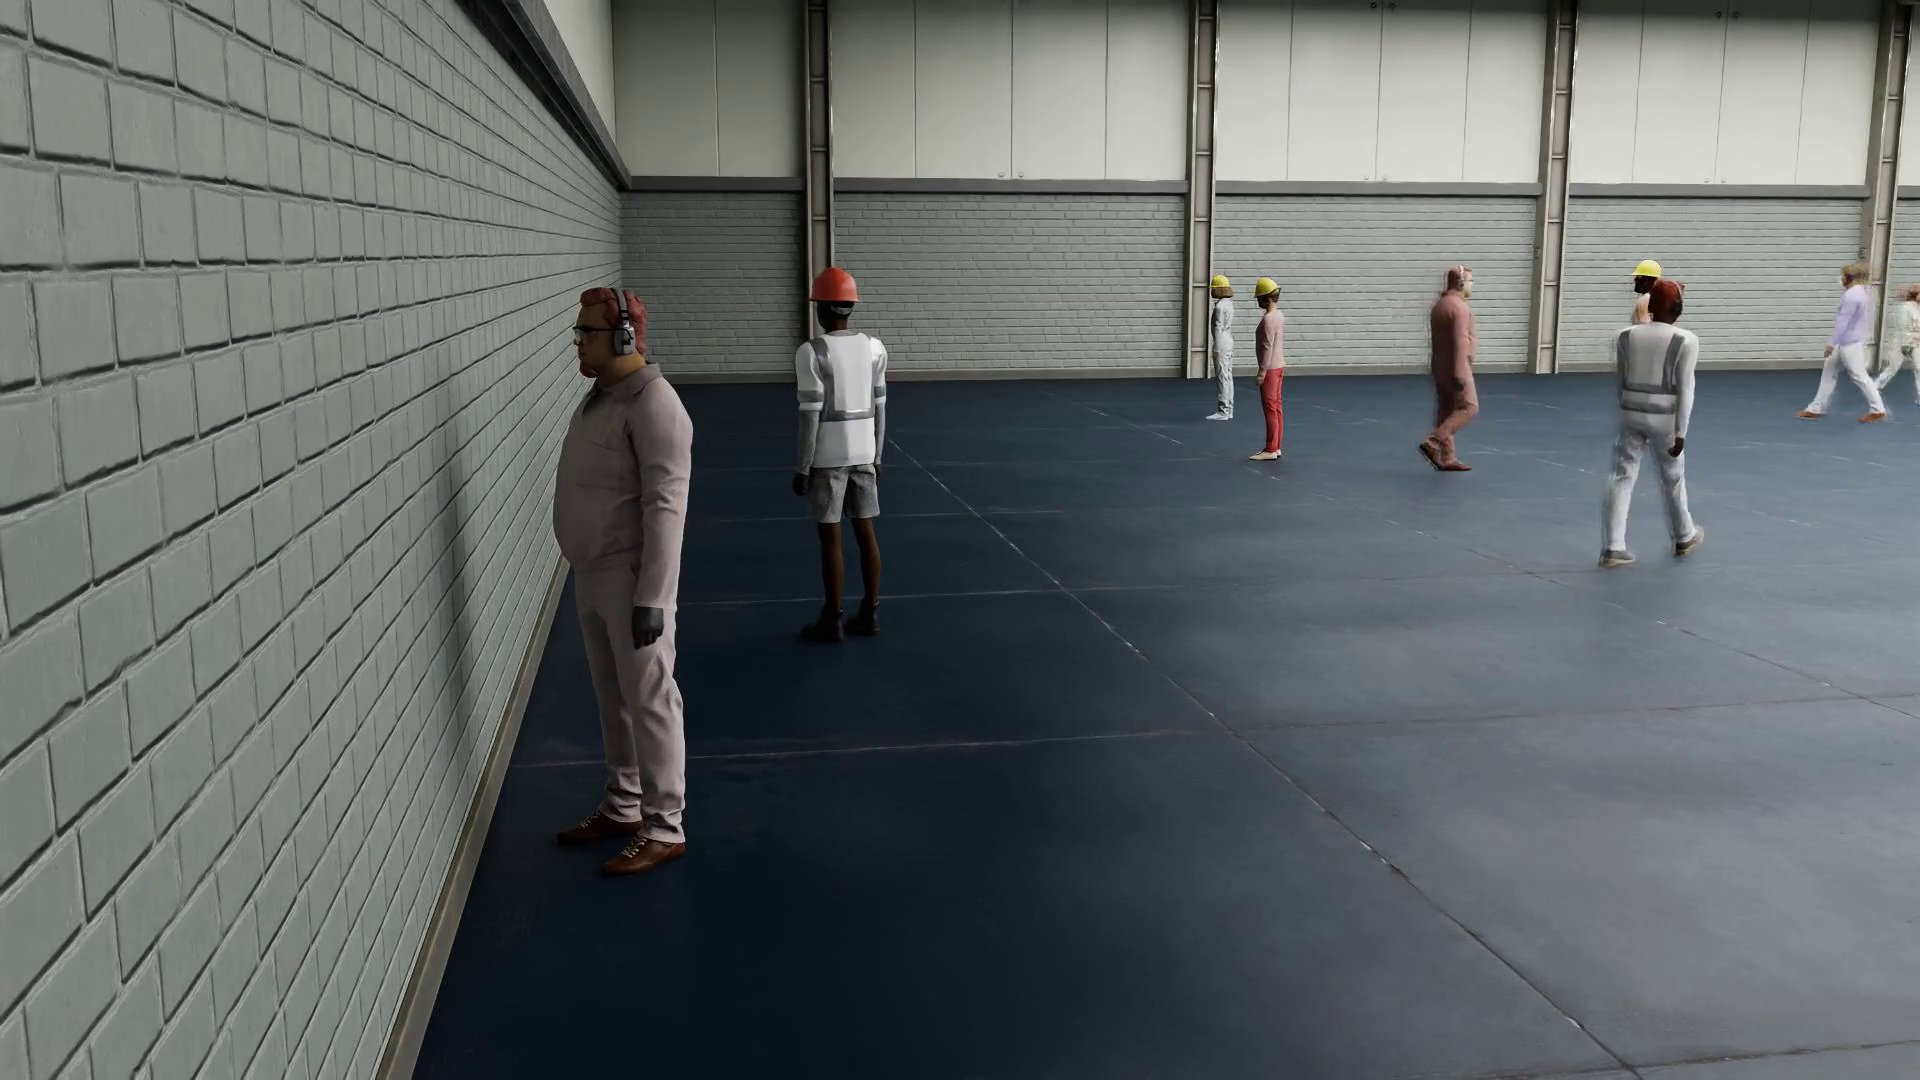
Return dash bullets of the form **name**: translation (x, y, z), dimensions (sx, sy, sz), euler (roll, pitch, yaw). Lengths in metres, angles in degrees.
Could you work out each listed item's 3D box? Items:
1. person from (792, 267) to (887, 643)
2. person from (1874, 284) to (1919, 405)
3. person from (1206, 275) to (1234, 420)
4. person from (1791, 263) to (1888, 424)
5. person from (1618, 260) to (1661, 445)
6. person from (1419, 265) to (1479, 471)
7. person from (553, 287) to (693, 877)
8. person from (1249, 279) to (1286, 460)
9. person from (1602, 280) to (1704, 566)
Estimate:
- **person**: translation (-0.635, -0.434, 8.637), dimensions (0.542, 1.939, 0.362), euler (-8, 13, -38)
- **person**: translation (12.509, -2.584, 22.001), dimensions (0.528, 1.596, 0.874), euler (-6, 11, -30)
- **person**: translation (3.135, -2.318, 20.070), dimensions (0.323, 1.738, 0.484), euler (4, 11, 22)
- **person**: translation (10.479, -2.313, 19.597), dimensions (1.014, 1.897, 0.630), euler (5, 11, 27)
- **person**: translation (7.174, -1.962, 17.454), dimensions (0.352, 1.929, 0.594), euler (7, 12, 36)
- **person**: translation (4.506, -1.554, 15.200), dimensions (0.453, 1.892, 0.670), euler (-1, 10, -4)
- **person**: translation (-1.124, 0.132, 5.472), dimensions (0.410, 1.909, 0.643), euler (-7, 12, -34)
- **person**: translation (2.983, -1.648, 16.151), dimensions (0.327, 1.760, 0.523), euler (4, 11, 23)
- **person**: translation (4.549, -0.767, 10.846), dimensions (0.978, 1.831, 0.579), euler (-9, 13, -41)
